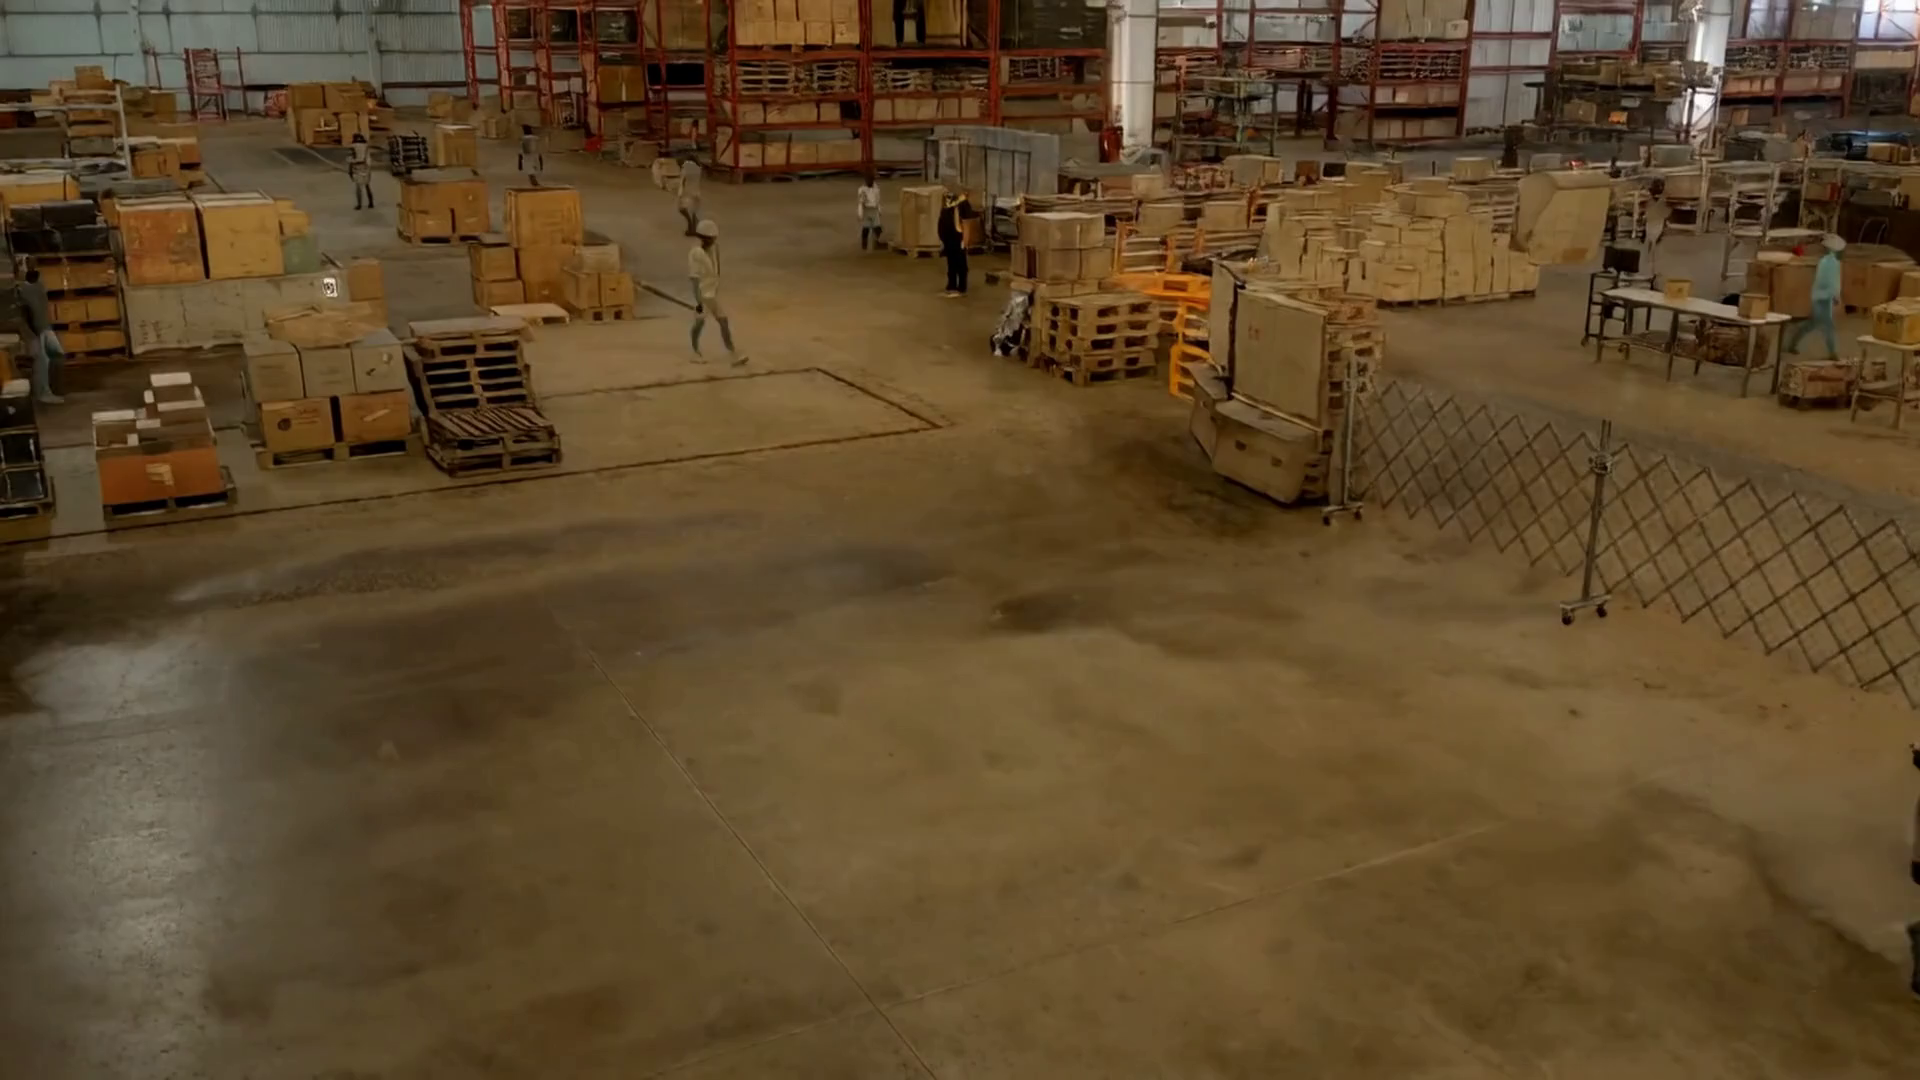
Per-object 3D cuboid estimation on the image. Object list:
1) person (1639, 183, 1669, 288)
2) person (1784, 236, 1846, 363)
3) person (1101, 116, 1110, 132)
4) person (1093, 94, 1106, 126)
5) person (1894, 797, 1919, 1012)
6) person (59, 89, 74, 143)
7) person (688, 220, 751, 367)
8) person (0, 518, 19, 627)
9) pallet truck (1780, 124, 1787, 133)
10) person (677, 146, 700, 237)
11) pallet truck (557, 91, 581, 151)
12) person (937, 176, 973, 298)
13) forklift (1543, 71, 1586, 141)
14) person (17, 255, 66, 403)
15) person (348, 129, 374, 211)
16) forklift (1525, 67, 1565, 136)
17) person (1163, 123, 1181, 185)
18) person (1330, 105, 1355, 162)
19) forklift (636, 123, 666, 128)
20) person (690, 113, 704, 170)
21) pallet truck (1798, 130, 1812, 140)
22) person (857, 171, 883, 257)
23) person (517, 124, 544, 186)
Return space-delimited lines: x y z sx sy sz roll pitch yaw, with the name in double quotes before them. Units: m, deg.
"person" 12.143 -5.327 29.125 0.487 1.840 0.521 -12 21 -32
"person" 12.067 -3.394 23.306 0.532 1.741 0.879 -14 22 -36
"person" 4.316 -11.679 49.161 0.564 1.683 0.544 -11 21 -31
"person" 5.237 -16.012 62.797 0.542 1.590 0.840 -16 24 -40
"person" 4.809 1.438 7.975 0.614 1.871 0.469 -5 19 -16
"person" -32.328 -15.339 60.224 0.400 1.914 0.590 -15 23 -39
"person" -3.350 -3.332 22.637 1.037 1.994 0.639 12 21 33
"person" -7.861 -0.182 13.142 0.962 1.793 0.640 4 18 13
"pallet truck" 25.206 -12.542 52.601 1.601 1.201 0.680 0 18 -2
"person" -5.817 -7.473 35.672 0.399 1.924 0.583 13 22 35
"pallet truck" -13.495 -14.412 57.188 0.823 1.965 1.885 -3 18 -9
"person" -0.119 -5.127 28.172 0.536 2.000 0.672 -10 20 -27
"forklift" 18.685 -13.231 52.085 1.873 2.768 1.129 -9 20 -26
"person" -11.385 -2.603 20.601 0.394 1.859 0.506 2 18 5
"person" -14.511 -8.954 40.269 0.550 1.935 0.370 -14 23 -38
"forklift" 20.021 -14.435 55.837 1.873 2.768 1.129 -9 20 -26
"person" 5.712 -10.371 44.952 0.989 1.782 0.588 -7 19 -20
"person" 11.772 -12.458 51.316 0.648 1.862 0.911 -12 21 -33
"forklift" -12.498 -18.233 67.677 1.873 2.768 1.129 -9 20 -26
"person" -7.988 -12.090 50.438 0.365 1.690 0.569 -6 19 -17
"pallet truck" 25.526 -11.556 49.408 1.630 1.274 0.653 -9 20 -26
"person" -1.767 -6.394 32.708 0.536 1.684 0.495 -10 21 -30
"person" -10.957 -9.651 42.506 1.033 1.915 0.608 13 22 35
